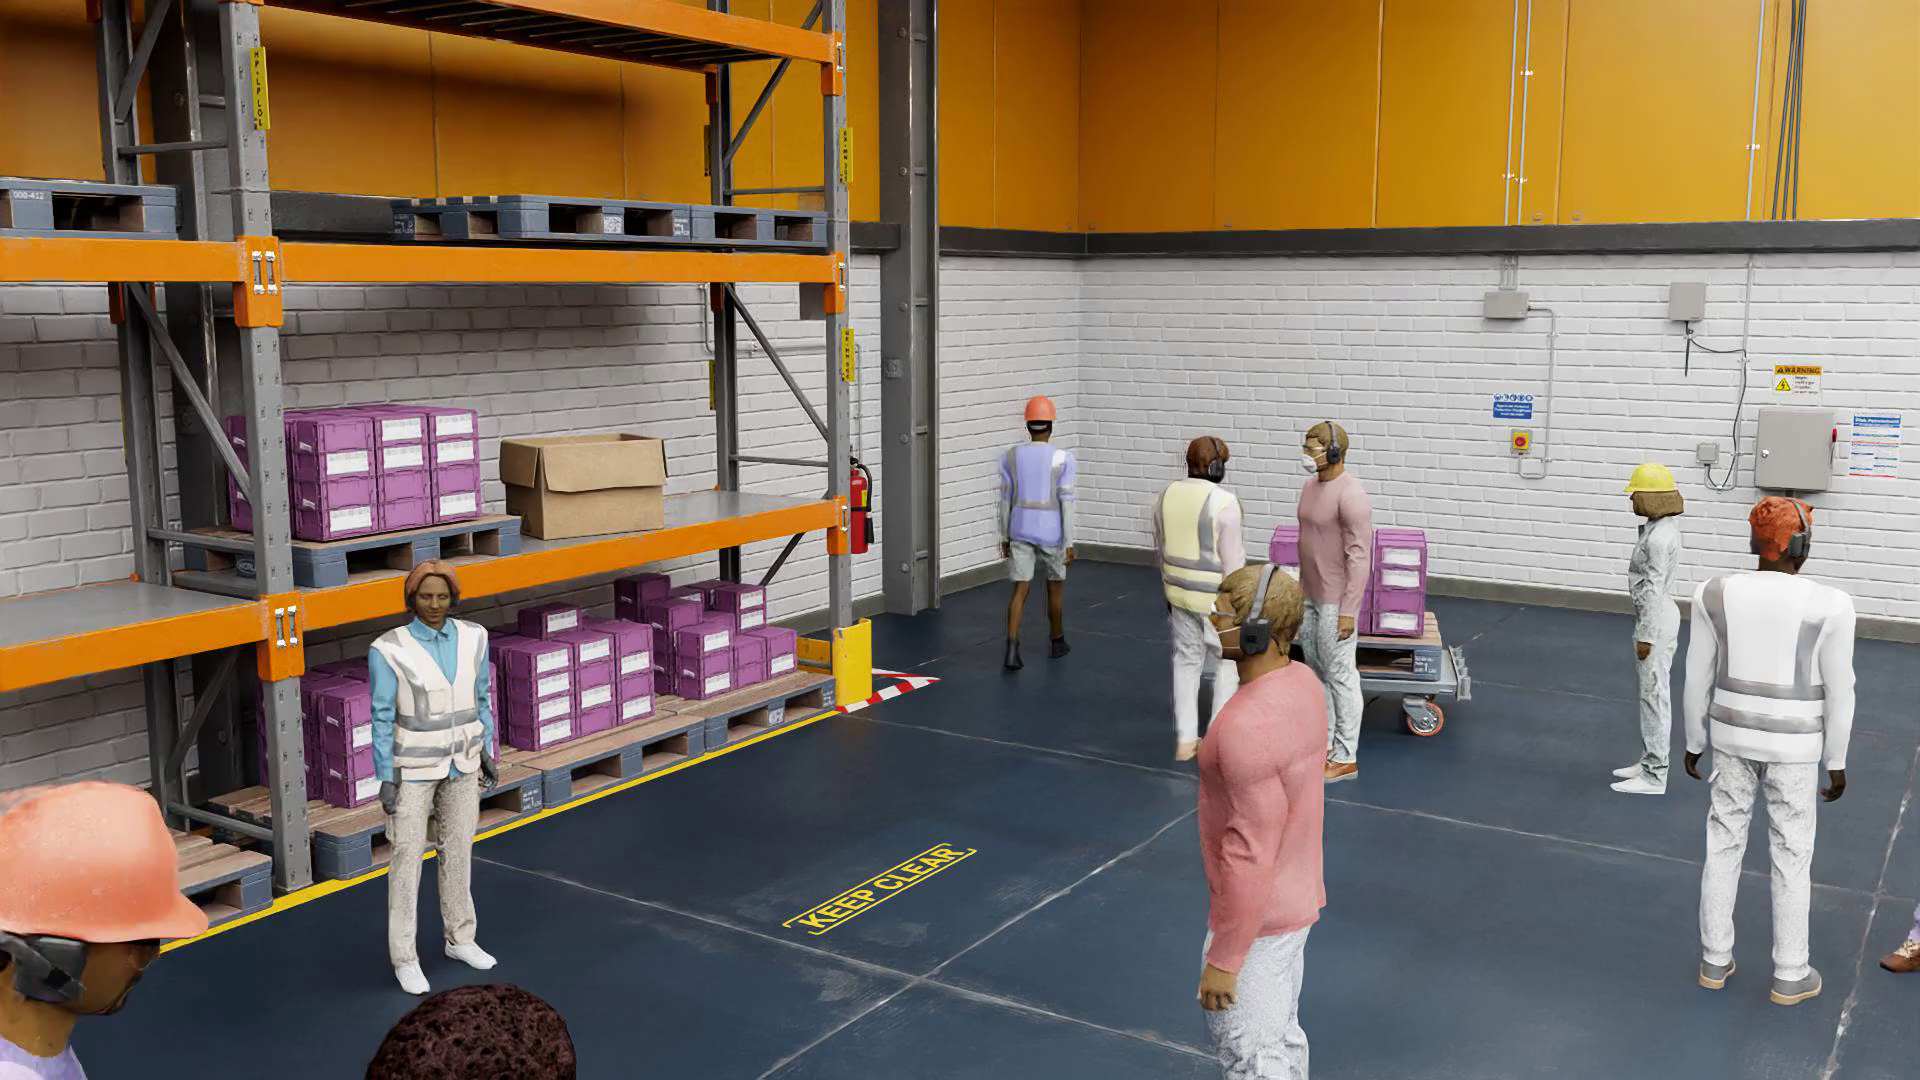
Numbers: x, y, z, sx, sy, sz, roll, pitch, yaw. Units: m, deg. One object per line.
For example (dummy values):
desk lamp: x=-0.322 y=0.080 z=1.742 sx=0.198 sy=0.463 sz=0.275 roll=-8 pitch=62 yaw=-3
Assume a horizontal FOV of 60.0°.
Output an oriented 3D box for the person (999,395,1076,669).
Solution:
person: x=0.537 y=-0.058 z=11.568 sx=0.558 sy=1.903 sz=0.893 roll=3 pitch=9 yaw=19

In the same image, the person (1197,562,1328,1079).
person: x=0.782 y=1.015 z=4.453 sx=0.372 sy=1.940 sz=0.632 roll=3 pitch=9 yaw=21

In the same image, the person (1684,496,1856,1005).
person: x=2.998 y=0.774 z=6.192 sx=0.573 sy=1.884 sz=0.359 roll=7 pitch=11 yaw=40

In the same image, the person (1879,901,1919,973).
person: x=4.110 y=0.759 z=6.391 sx=0.976 sy=1.863 sz=0.640 roll=-3 pitch=9 yaw=-21

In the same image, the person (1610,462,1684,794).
person: x=3.603 y=0.459 z=8.728 sx=0.320 sy=1.737 sz=0.485 roll=4 pitch=10 yaw=24

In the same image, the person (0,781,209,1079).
person: x=-1.387 y=1.317 z=2.398 sx=1.095 sy=1.976 sz=0.665 roll=-6 pitch=11 yaw=-33

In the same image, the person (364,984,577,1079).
person: x=-0.469 y=1.416 z=1.952 sx=0.389 sy=1.910 sz=0.595 roll=-5 pitch=10 yaw=-32

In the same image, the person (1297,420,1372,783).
person: x=1.975 y=0.332 z=8.923 sx=0.369 sy=1.928 sz=0.630 roll=-2 pitch=9 yaw=-12

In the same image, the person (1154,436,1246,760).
person: x=1.389 y=0.328 z=9.264 sx=0.548 sy=1.823 sz=0.664 roll=-7 pitch=11 yaw=-37

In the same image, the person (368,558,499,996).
person: x=-1.989 y=0.878 z=6.320 sx=0.314 sy=1.636 sz=0.516 roll=7 pitch=11 yaw=39
